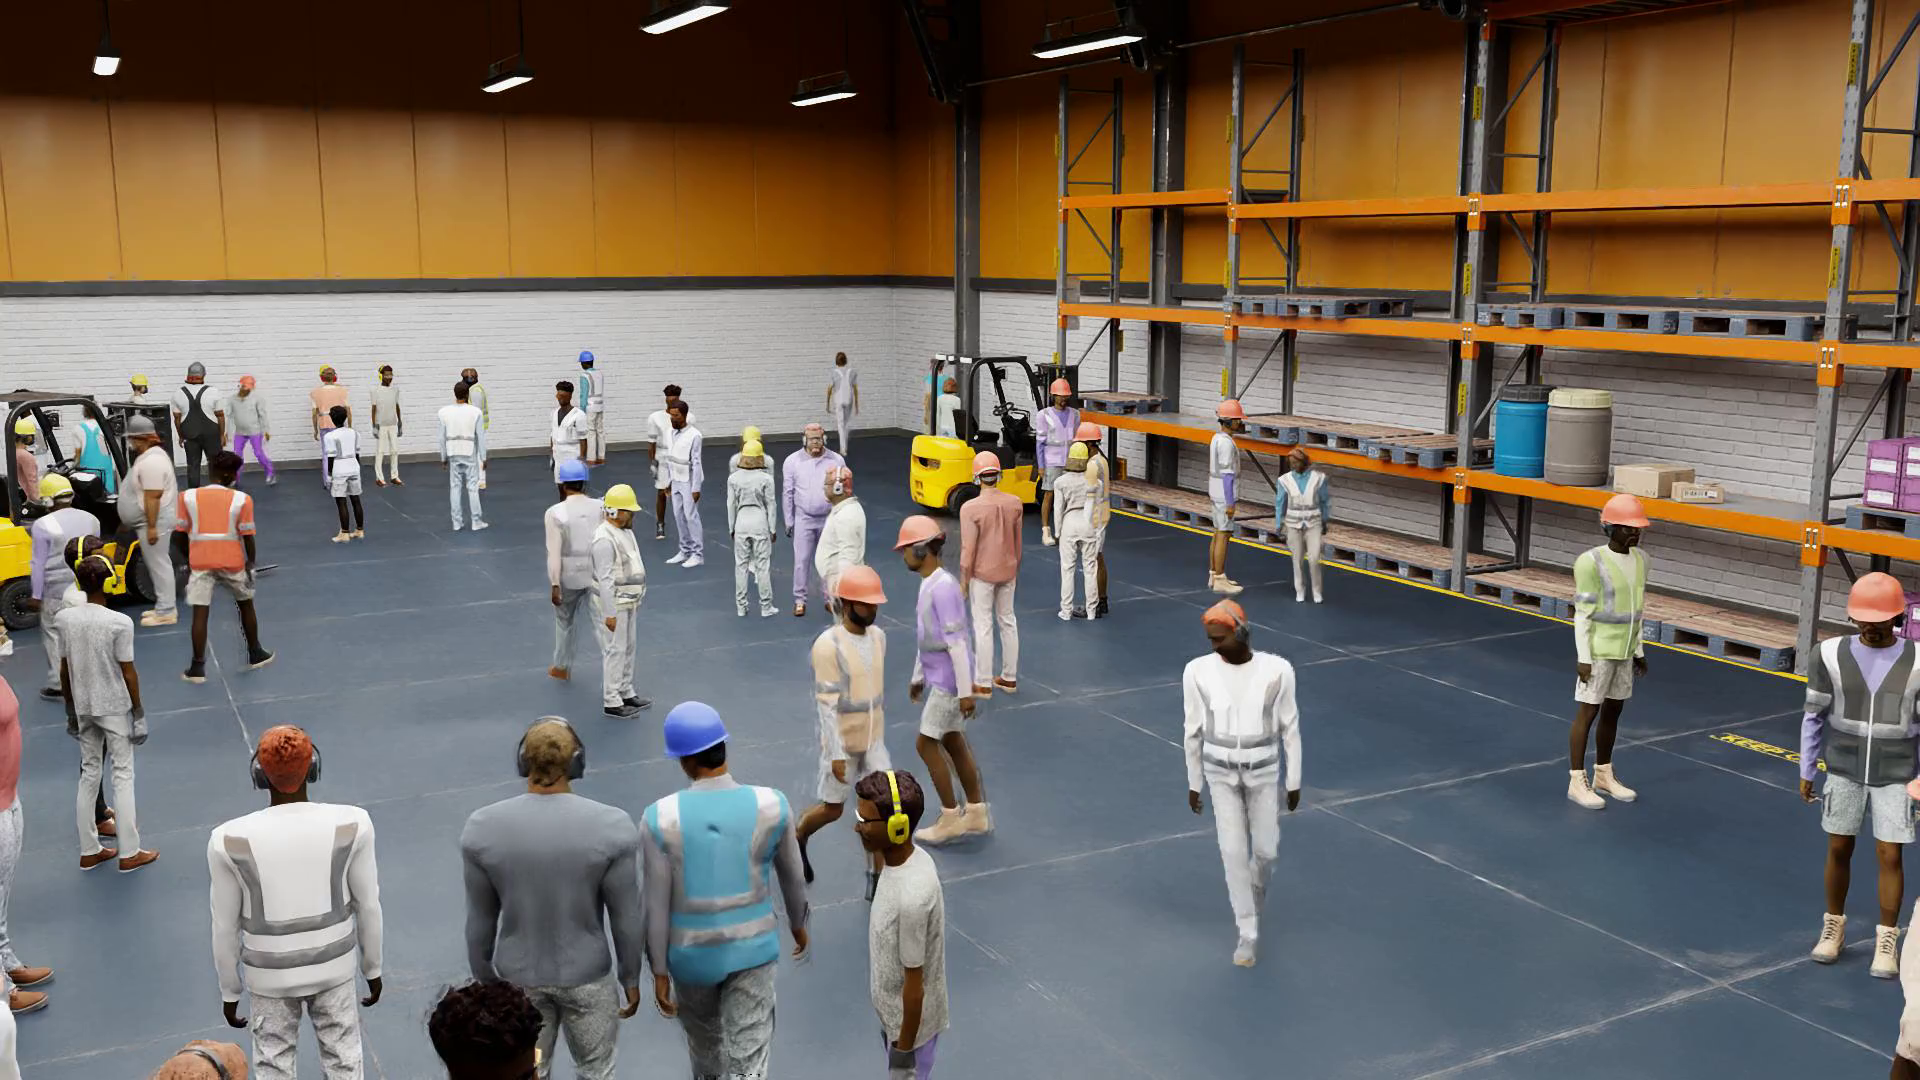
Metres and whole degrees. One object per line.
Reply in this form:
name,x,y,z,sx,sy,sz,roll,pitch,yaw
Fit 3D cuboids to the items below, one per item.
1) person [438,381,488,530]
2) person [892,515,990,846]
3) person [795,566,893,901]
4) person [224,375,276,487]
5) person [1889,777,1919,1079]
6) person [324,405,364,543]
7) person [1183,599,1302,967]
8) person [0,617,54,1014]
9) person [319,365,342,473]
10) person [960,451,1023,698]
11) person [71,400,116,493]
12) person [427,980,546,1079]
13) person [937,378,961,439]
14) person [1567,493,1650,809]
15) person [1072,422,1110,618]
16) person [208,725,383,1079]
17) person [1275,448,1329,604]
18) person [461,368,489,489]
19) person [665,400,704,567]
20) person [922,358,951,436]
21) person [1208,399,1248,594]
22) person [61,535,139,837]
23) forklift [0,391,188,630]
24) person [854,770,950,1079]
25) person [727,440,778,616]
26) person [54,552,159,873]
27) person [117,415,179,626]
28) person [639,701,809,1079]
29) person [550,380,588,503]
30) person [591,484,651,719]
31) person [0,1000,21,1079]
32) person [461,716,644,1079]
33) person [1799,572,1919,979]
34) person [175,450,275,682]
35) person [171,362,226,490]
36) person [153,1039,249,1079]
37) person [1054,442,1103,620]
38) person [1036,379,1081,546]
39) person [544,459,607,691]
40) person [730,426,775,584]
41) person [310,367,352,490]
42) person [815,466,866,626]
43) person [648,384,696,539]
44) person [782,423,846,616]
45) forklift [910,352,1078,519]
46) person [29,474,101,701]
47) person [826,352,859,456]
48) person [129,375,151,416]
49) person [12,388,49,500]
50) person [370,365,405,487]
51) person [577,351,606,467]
person,-6.403,-1.081,21.437,0.597,1.916,0.371,0,10,3
person,-0.104,0.849,10.122,0.627,1.987,0.649,-1,10,-5
person,-0.645,1.063,9.150,0.845,1.911,0.545,9,14,43
person,-10.925,-1.678,25.469,0.651,1.720,0.562,0,10,0
person,3.361,1.638,5.616,0.642,1.972,0.462,-8,13,-40
person,-7.607,-0.813,20.525,0.321,1.698,0.537,5,11,26
person,1.448,1.191,8.543,0.621,1.852,0.655,2,10,12
person,-4.587,1.265,7.875,0.372,1.940,0.627,-4,11,-21
person,-10.202,-1.961,26.963,0.320,1.762,0.522,4,10,19
person,0.235,0.278,13.407,0.611,1.990,0.392,-7,12,-35
person,-10.481,-0.808,20.210,0.534,1.808,0.752,-3,10,-19
person,-1.134,1.956,3.942,0.622,1.939,0.617,-1,10,-8
person,-0.148,-1.705,25.839,0.506,1.636,0.278,9,13,42
person,4.226,0.710,10.763,0.605,2.045,0.385,-5,11,-28
person,1.278,-0.195,16.326,0.386,1.930,0.539,2,10,14
person,-2.419,1.602,6.122,0.579,1.878,0.352,-4,11,-24
person,3.475,-0.148,16.945,0.527,1.605,0.461,2,10,13
person,-7.366,-1.693,25.233,0.429,1.830,0.636,-3,10,-19
person,-3.129,-0.648,18.981,0.388,1.913,0.596,-9,13,-42
person,-0.379,-2.104,27.578,0.601,1.824,0.463,-7,12,-37
person,2.812,-0.458,17.492,0.373,2.043,0.615,0,10,-1
person,-5.310,0.890,10.228,0.318,1.870,0.531,-5,11,-27
forklift,-9.026,-0.363,16.508,1.214,2.155,2.313,6,11,29
person,-0.203,1.683,5.698,0.327,1.863,0.508,-1,10,-6
person,-2.035,-0.116,16.389,0.492,1.742,0.315,2,10,10
person,-4.954,1.002,9.629,0.511,1.859,0.324,2,10,11
person,-7.813,-0.200,16.017,0.536,2.000,0.694,-4,11,-22
person,-0.901,1.537,6.421,0.645,1.890,0.944,-2,10,-11
person,-4.973,-1.041,21.065,0.612,1.965,0.361,6,12,32
person,-2.620,0.469,12.808,0.403,1.818,0.606,1,10,5
person,-2.971,1.890,4.636,0.938,1.830,0.623,6,11,30
person,-1.467,1.586,6.075,0.638,1.930,0.387,-1,10,-5
person,4.512,1.153,8.277,0.616,2.028,0.408,7,12,33
person,-6.252,0.200,14.087,0.699,1.916,0.701,-3,10,-17
person,-10.727,-1.507,23.540,0.672,2.000,0.536,-2,10,-11
person,-1.853,2.051,4.321,0.525,1.598,0.817,4,10,20
person,1.150,-0.085,16.210,0.486,1.744,0.294,-1,10,-3
person,1.222,-0.953,20.341,0.612,2.043,0.374,-5,11,-27
person,-3.086,0.287,13.630,0.630,1.912,0.968,-7,12,-36
person,-2.266,-0.422,18.249,0.475,1.711,0.847,0,10,0
person,-9.451,-1.672,25.044,0.567,1.846,0.389,-4,10,-20
person,-0.943,0.362,13.166,0.399,1.908,0.643,0,10,-1
person,-3.575,-0.974,20.751,0.616,1.953,0.400,-3,10,-18
person,-1.421,-0.201,16.406,0.652,1.906,0.409,-3,10,-15
forklift,0.460,-1.461,22.833,2.313,2.155,1.214,-5,11,-28
person,-7.156,0.377,13.339,0.410,1.825,0.617,3,10,18
person,-2.110,-2.414,29.427,0.541,1.809,0.867,-4,11,-22
person,-12.147,-1.572,24.712,0.533,1.765,0.324,9,14,43
person,-11.093,-0.830,19.853,0.367,1.966,0.607,-3,10,-17
person,-8.762,-1.745,25.443,0.323,1.860,0.519,8,13,39
person,-6.152,-2.182,27.729,0.415,1.939,0.604,3,10,19
